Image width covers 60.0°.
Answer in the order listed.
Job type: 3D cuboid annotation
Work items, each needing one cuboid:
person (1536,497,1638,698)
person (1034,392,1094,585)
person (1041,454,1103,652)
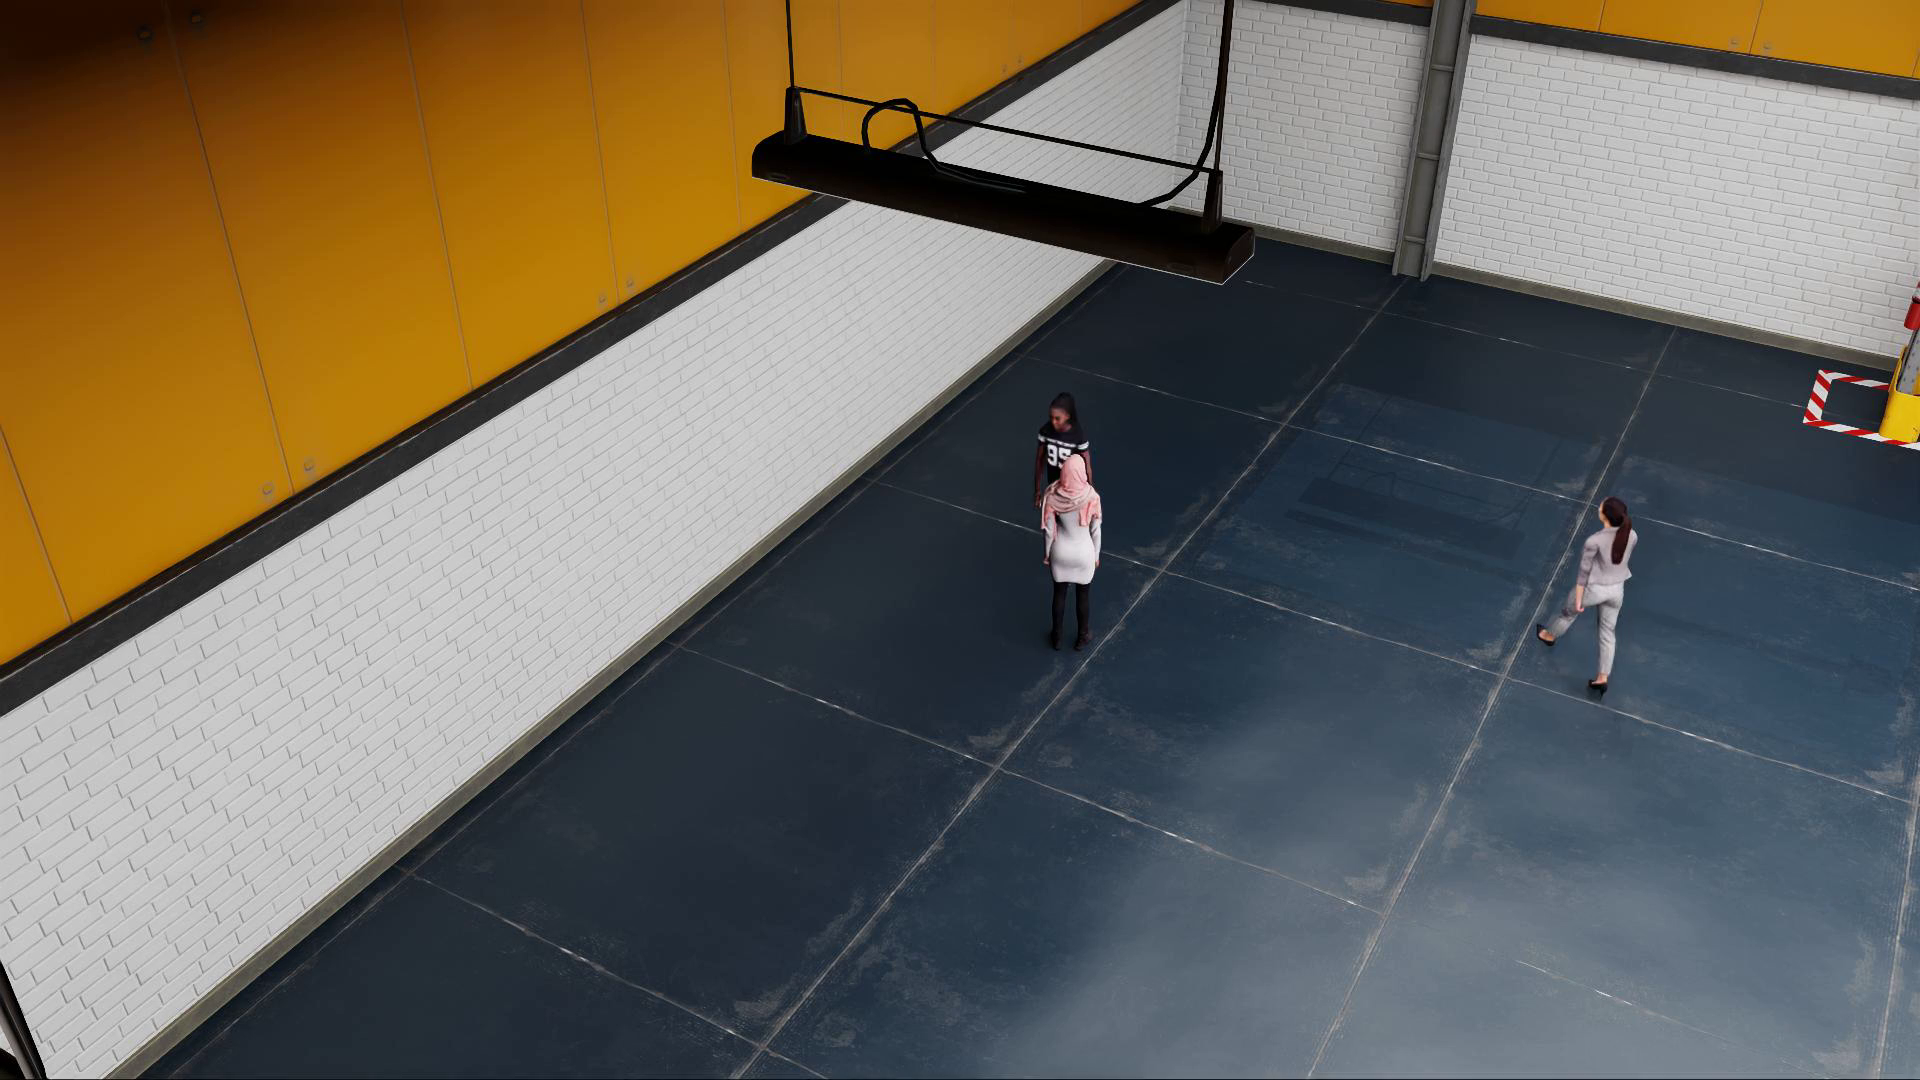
[{"bbox_3d":[4.975,0.480,12.830,1.109,1.622,1.129,-6,34,-9],"label":"person"},{"bbox_3d":[0.942,-0.500,14.217,0.638,1.720,0.722,19,38,26],"label":"person"},{"bbox_3d":[0.893,0.105,13.231,0.652,1.803,0.771,5,34,8],"label":"person"}]
